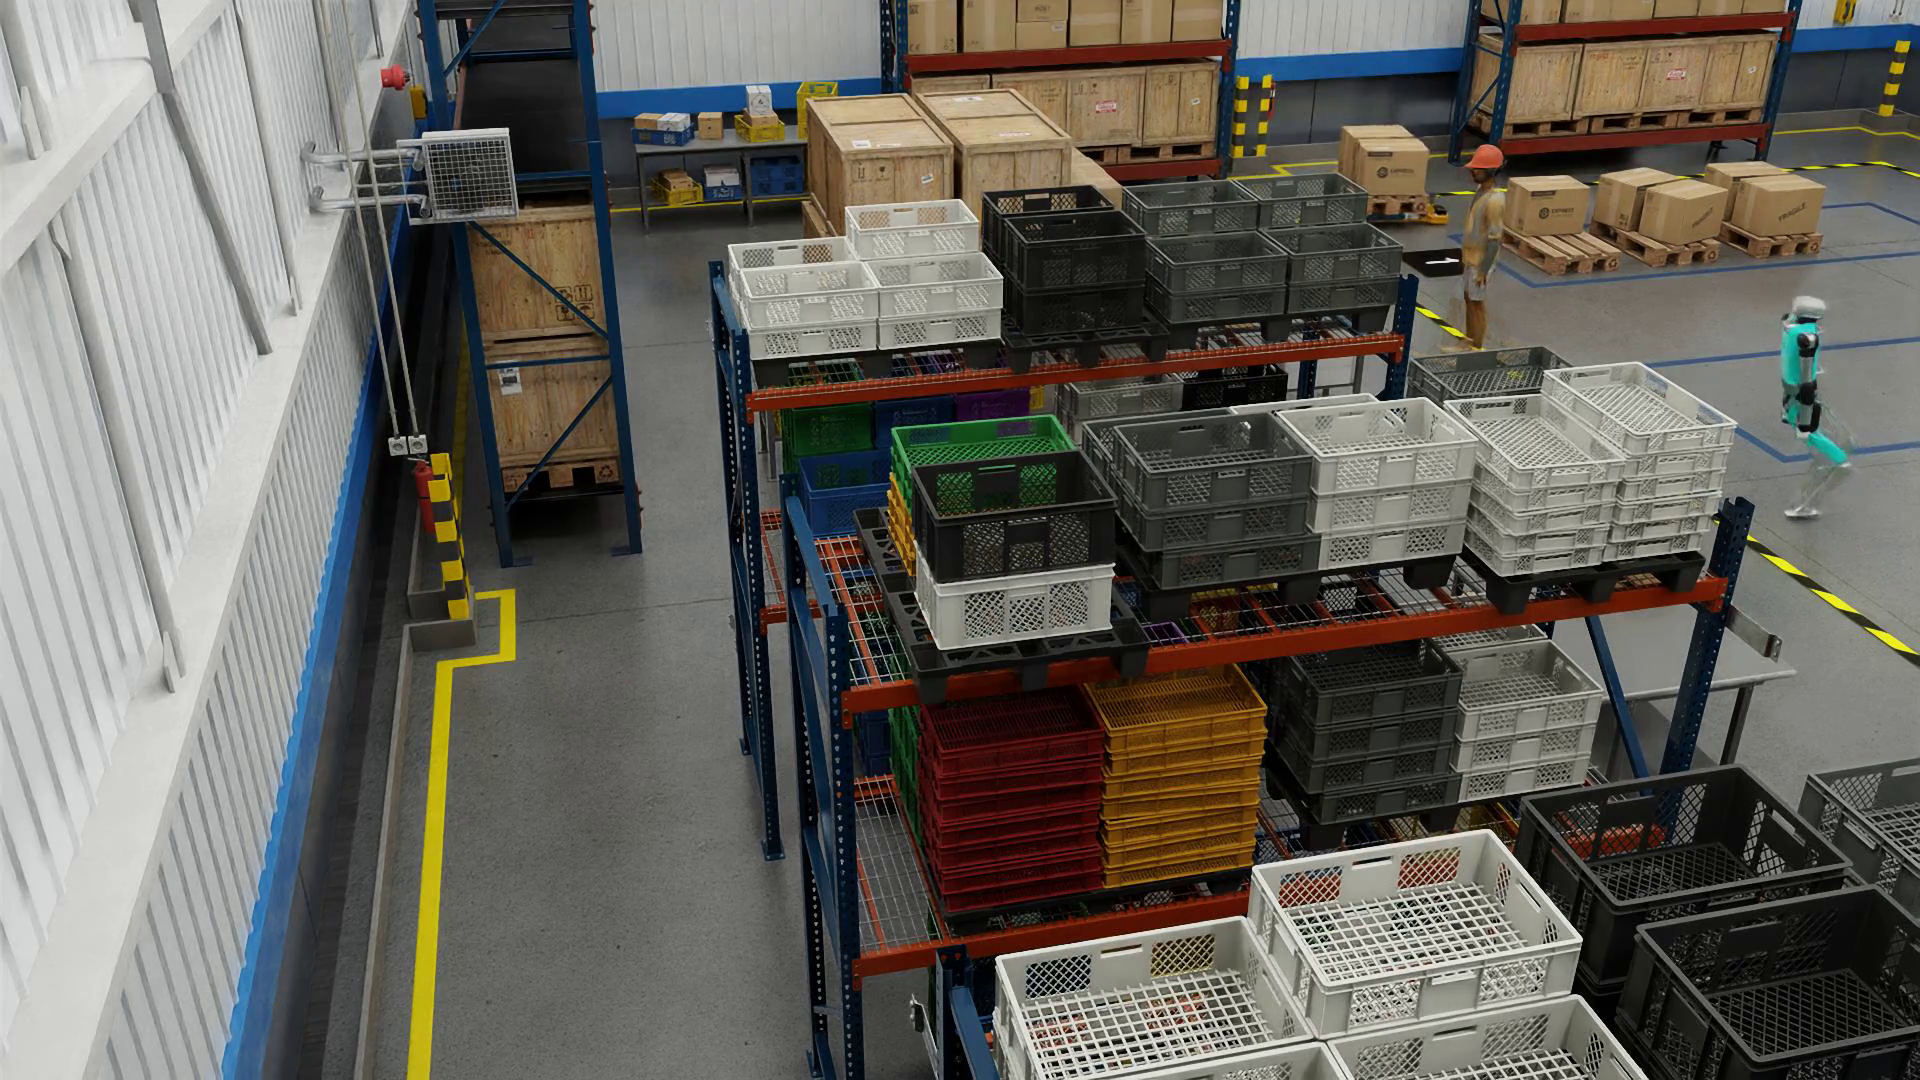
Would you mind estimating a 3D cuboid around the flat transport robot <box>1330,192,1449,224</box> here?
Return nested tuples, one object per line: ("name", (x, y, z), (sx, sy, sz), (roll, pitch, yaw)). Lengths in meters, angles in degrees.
("flat transport robot", (4.891, -3.860, 19.339), (1.431, 0.197, 0.652), (-1, 28, -3))

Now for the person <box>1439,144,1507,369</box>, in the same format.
("person", (4.630, -2.536, 14.957), (0.389, 2.040, 0.613), (2, 28, 3))

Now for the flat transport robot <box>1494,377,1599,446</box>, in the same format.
("flat transport robot", (4.780, -1.036, 14.013), (0.659, 0.231, 1.431), (-6, 28, -12))

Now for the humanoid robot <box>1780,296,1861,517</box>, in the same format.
("humanoid robot", (6.323, -0.901, 12.230), (0.818, 1.815, 0.543), (4, 28, 8))
